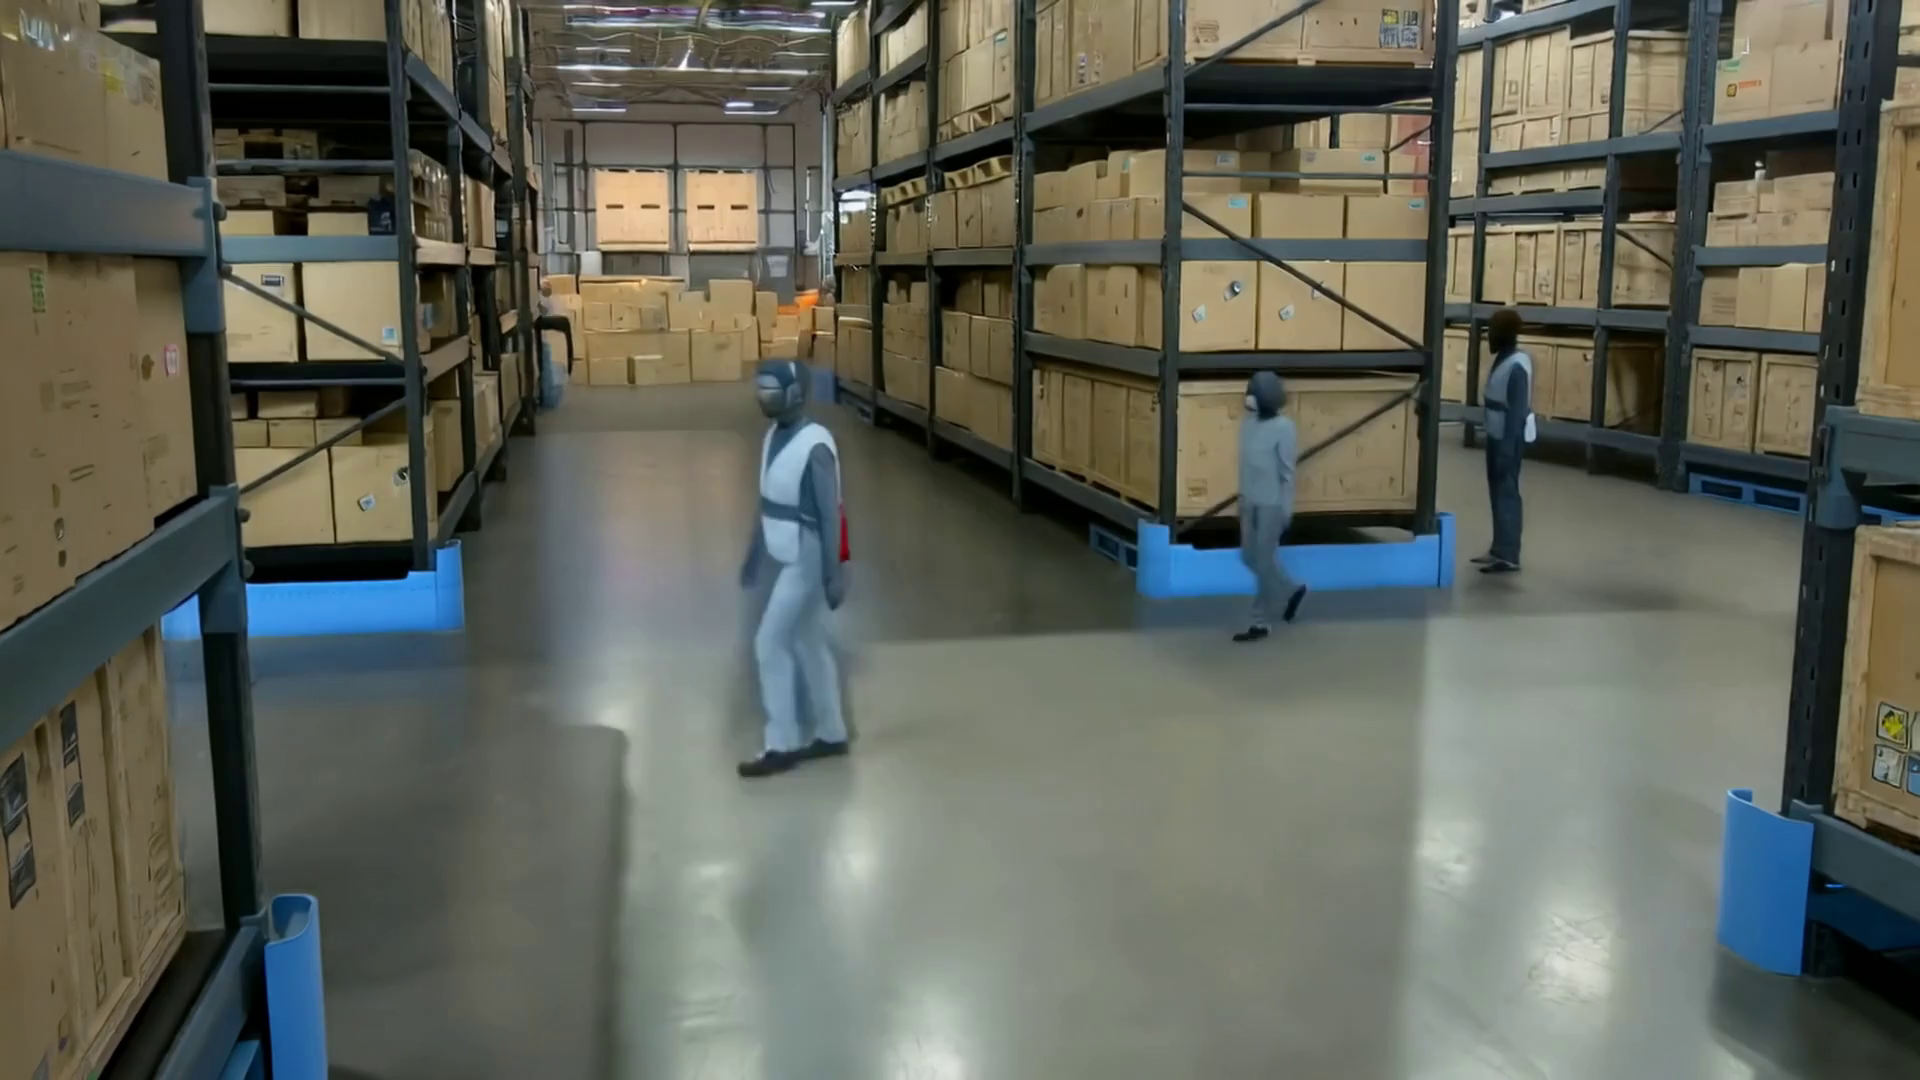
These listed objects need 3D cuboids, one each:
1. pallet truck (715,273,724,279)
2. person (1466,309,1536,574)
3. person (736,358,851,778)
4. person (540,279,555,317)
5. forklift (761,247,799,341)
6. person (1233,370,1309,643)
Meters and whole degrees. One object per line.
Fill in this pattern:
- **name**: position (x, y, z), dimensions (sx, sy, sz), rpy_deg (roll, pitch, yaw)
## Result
- **pallet truck**: position (-8.580, -8.986, 62.280), dimensions (1.885, 1.965, 0.823), rpy_deg (1, 9, 5)
- **person**: position (3.966, -0.713, 12.096), dimensions (0.383, 1.918, 0.597), rpy_deg (1, 9, 4)
- **person**: position (-0.796, 0.117, 7.324), dimensions (0.723, 1.819, 0.562), rpy_deg (-4, 10, -22)
- **person**: position (-8.987, -4.616, 35.734), dimensions (0.772, 1.968, 0.626), rpy_deg (1, 9, 8)
- **forklift**: position (-5.458, -7.384, 49.829), dimensions (1.129, 2.768, 1.873), rpy_deg (-2, 10, -12)
- **person**: position (1.875, -0.206, 9.895), dimensions (0.535, 1.621, 0.499), rpy_deg (-5, 10, -27)
